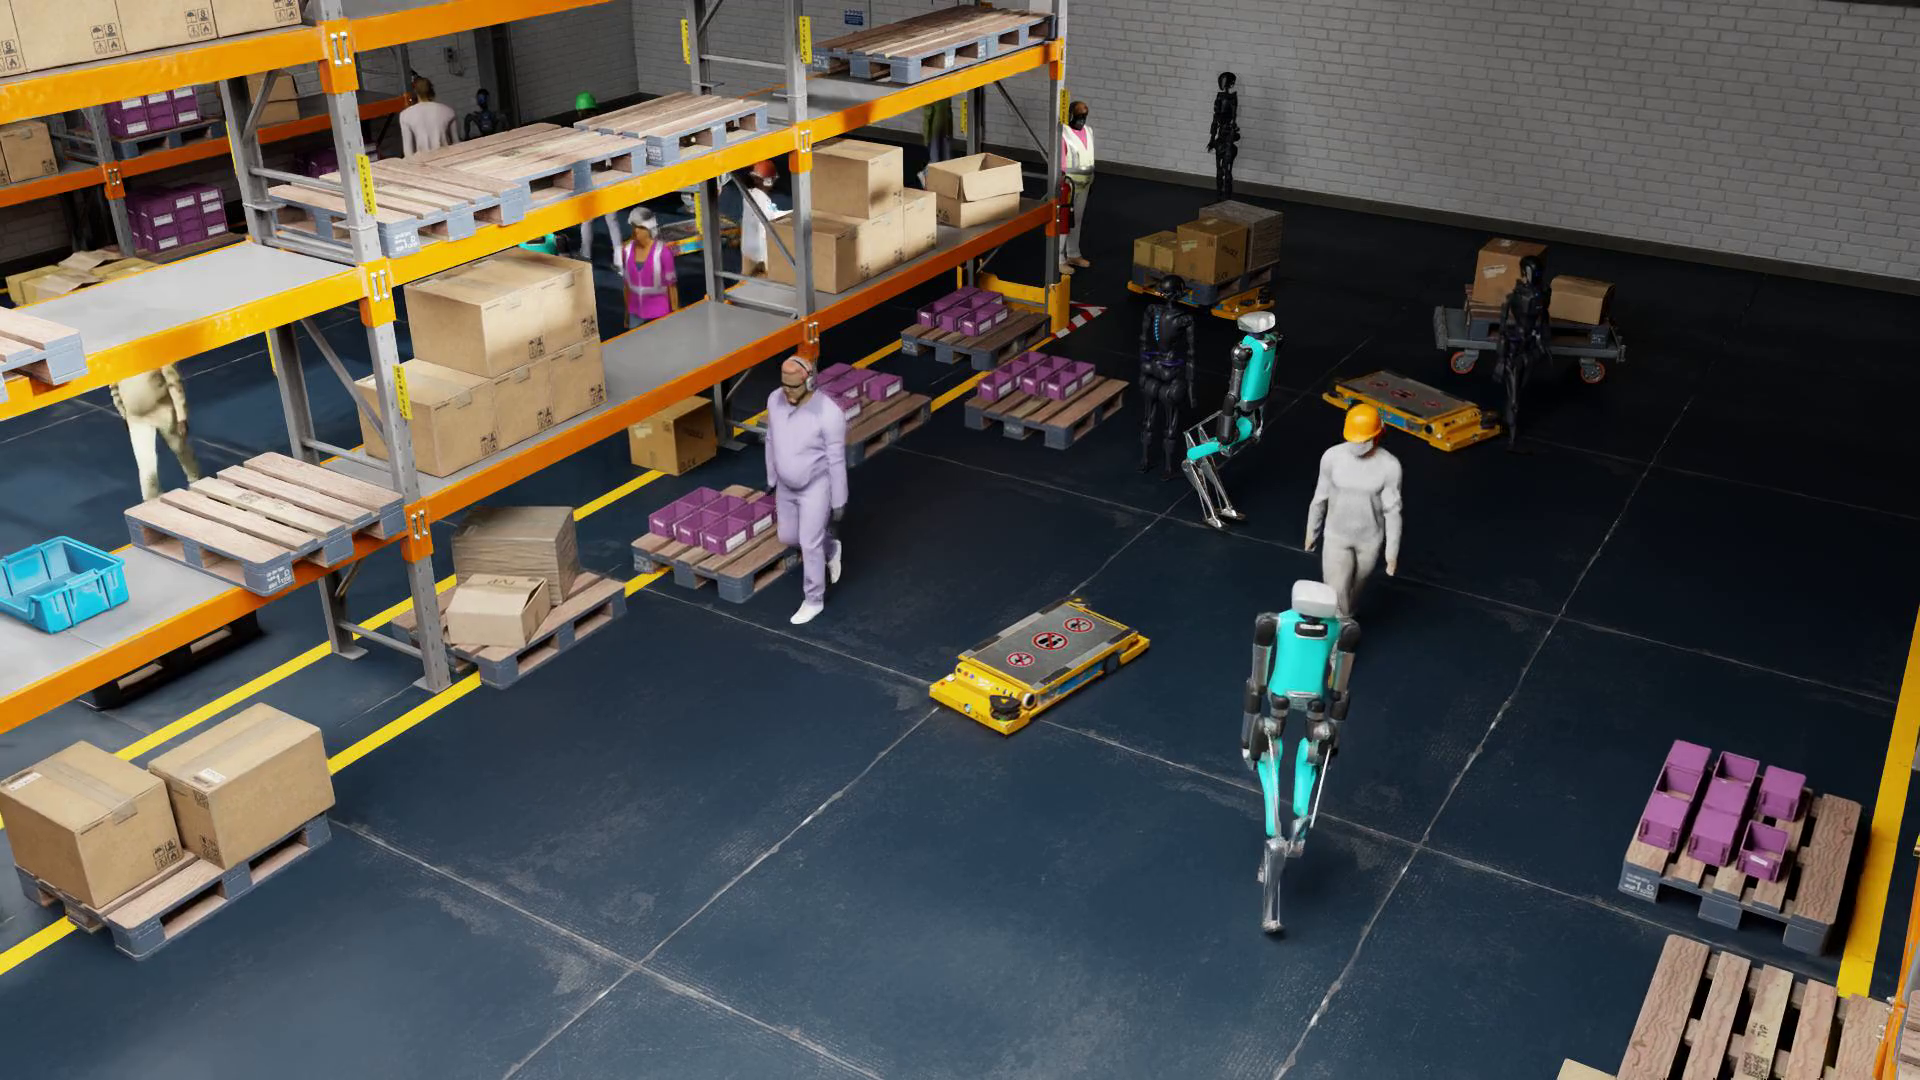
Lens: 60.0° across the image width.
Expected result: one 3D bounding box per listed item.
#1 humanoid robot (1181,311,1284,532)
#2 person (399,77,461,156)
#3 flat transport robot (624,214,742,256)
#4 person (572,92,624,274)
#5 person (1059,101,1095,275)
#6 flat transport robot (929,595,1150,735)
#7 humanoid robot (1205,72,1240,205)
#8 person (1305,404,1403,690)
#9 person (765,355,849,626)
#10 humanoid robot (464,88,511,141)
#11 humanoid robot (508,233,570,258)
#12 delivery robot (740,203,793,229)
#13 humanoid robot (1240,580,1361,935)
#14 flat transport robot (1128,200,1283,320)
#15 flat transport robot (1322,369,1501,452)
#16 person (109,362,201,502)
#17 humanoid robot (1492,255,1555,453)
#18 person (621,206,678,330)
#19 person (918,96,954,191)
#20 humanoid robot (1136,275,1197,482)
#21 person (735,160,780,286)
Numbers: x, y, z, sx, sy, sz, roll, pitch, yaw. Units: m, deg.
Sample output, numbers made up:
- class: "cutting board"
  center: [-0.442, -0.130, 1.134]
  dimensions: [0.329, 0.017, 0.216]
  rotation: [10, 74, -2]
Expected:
- class: "humanoid robot"
  center: [1.933, -0.920, 12.241]
  dimensions: [0.735, 1.677, 0.533]
  rotation: [23, 35, 38]
- class: "person"
  center: [-5.950, -4.279, 18.850]
  dimensions: [0.634, 1.886, 1.013]
  rotation: [-8, 28, -16]
- class: "flat transport robot"
  center: [-3.128, -3.434, 18.965]
  dimensions: [1.431, 0.231, 0.659]
  rotation: [-20, 33, -34]
- class: "person"
  center: [-3.965, -3.882, 18.061]
  dimensions: [0.513, 1.890, 0.895]
  rotation: [-20, 33, -34]
- class: "person"
  center: [1.236, -3.822, 17.998]
  dimensions: [0.431, 1.840, 0.619]
  rotation: [20, 33, 34]
- class: "flat transport robot"
  center: [0.529, 0.777, 10.668]
  dimensions: [0.659, 0.231, 1.431]
  rotation: [23, 35, 37]
- class: "humanoid robot"
  center: [3.199, -4.820, 20.124]
  dimensions: [0.315, 1.657, 0.599]
  rotation: [-7, 28, -14]
- class: "person"
  center: [2.497, -0.033, 10.558]
  dimensions: [0.576, 1.843, 0.944]
  rotation: [5, 27, 10]
- class: "person"
  center: [-0.993, -0.387, 11.189]
  dimensions: [0.685, 1.878, 0.640]
  rotation: [19, 32, 32]
- class: "humanoid robot"
  center: [-5.452, -4.451, 19.428]
  dimensions: [0.596, 1.650, 0.394]
  rotation: [-5, 27, -9]
- class: "humanoid robot"
  center: [-3.573, -1.860, 14.235]
  dimensions: [0.540, 1.792, 0.664]
  rotation: [-1, 27, -2]
- class: "delivery robot"
  center: [-2.089, -3.504, 18.775]
  dimensions: [0.755, 0.584, 0.510]
  rotation: [-14, 30, -26]
- class: "humanoid robot"
  center: [1.686, 1.177, 8.308]
  dimensions: [0.556, 1.815, 0.910]
  rotation: [2, 27, 5]
- class: "flat transport robot"
  center: [2.504, -2.601, 17.323]
  dimensions: [0.659, 0.231, 1.431]
  rotation: [-24, 35, -38]
- class: "flat transport robot"
  center: [3.910, -1.145, 14.454]
  dimensions: [0.659, 0.231, 1.431]
  rotation: [-18, 32, -31]
- class: "person"
  center: [-6.086, -0.983, 12.550]
  dimensions: [0.566, 1.707, 0.918]
  rotation: [-3, 27, -5]
- class: "humanoid robot"
  center: [4.690, -1.531, 13.687]
  dimensions: [0.616, 1.643, 0.612]
  rotation: [-14, 30, -26]
- class: "person"
  center: [-2.667, -2.006, 14.426]
  dimensions: [0.519, 1.830, 0.663]
  rotation: [8, 28, 15]
- class: "person"
  center: [-0.316, -5.017, 20.587]
  dimensions: [0.461, 1.615, 0.561]
  rotation: [18, 32, 31]
- class: "humanoid robot"
  center: [1.621, -1.297, 13.183]
  dimensions: [0.315, 1.657, 0.599]
  rotation: [-22, 34, -36]
- class: "person"
  center: [-2.002, -2.839, 16.211]
  dimensions: [0.884, 1.701, 0.600]
  rotation: [-13, 30, -23]
